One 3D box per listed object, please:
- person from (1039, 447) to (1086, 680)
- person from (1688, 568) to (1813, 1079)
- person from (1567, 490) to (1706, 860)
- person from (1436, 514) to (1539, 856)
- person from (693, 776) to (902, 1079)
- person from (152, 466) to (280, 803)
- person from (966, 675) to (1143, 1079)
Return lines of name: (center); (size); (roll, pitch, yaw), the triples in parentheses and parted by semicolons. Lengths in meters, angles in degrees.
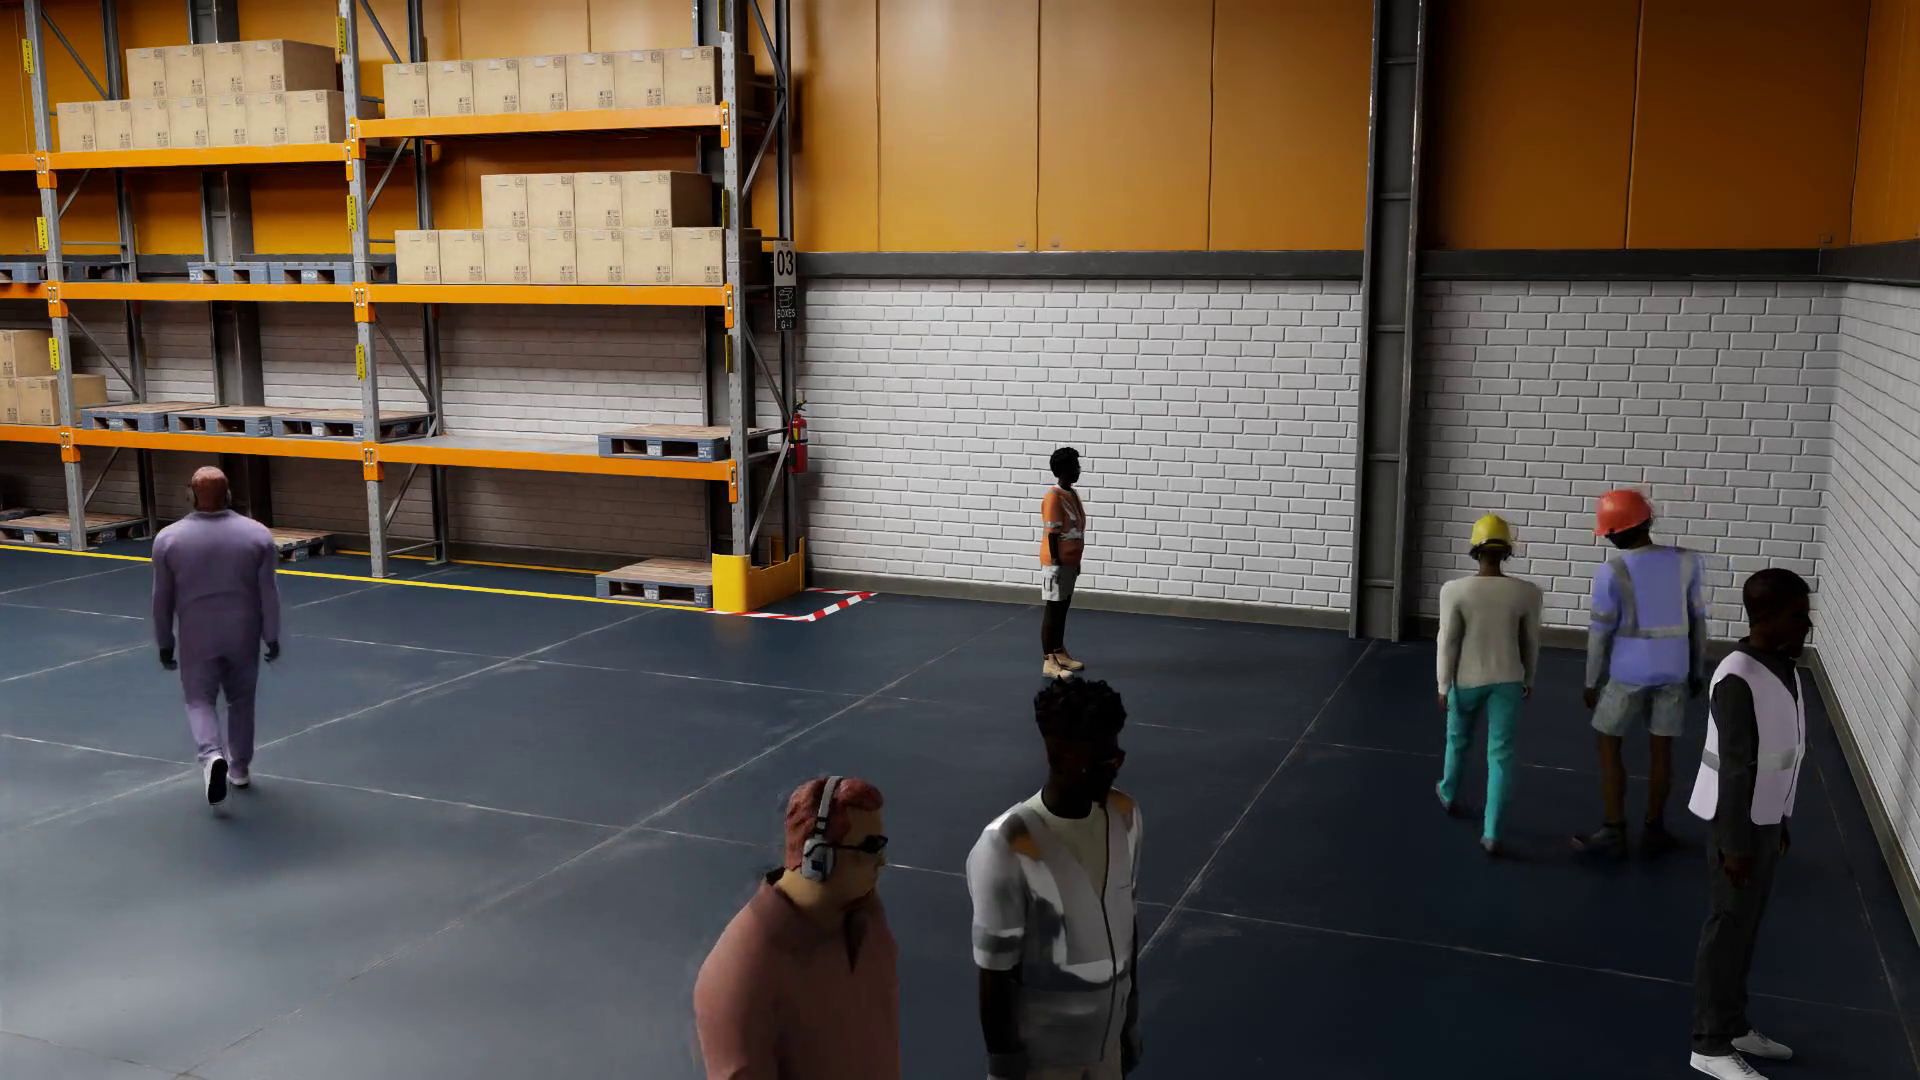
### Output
person: (0.757, 0.161, 12.204); (0.320, 1.698, 0.531); (3, 10, 20)
person: (2.932, 1.045, 6.175); (0.388, 1.921, 0.593); (7, 12, 37)
person: (3.462, 0.689, 8.456); (0.663, 1.888, 0.379); (0, 9, -1)
person: (2.752, 0.719, 8.746); (0.541, 1.713, 0.922); (1, 9, 6)
person: (-0.381, 1.454, 3.813); (0.511, 1.885, 0.685); (6, 11, 32)
person: (-4.163, 0.536, 9.362); (0.655, 1.891, 0.717); (-6, 11, -31)
person: (0.277, 1.310, 4.457); (0.606, 1.958, 0.375); (-9, 13, -43)
